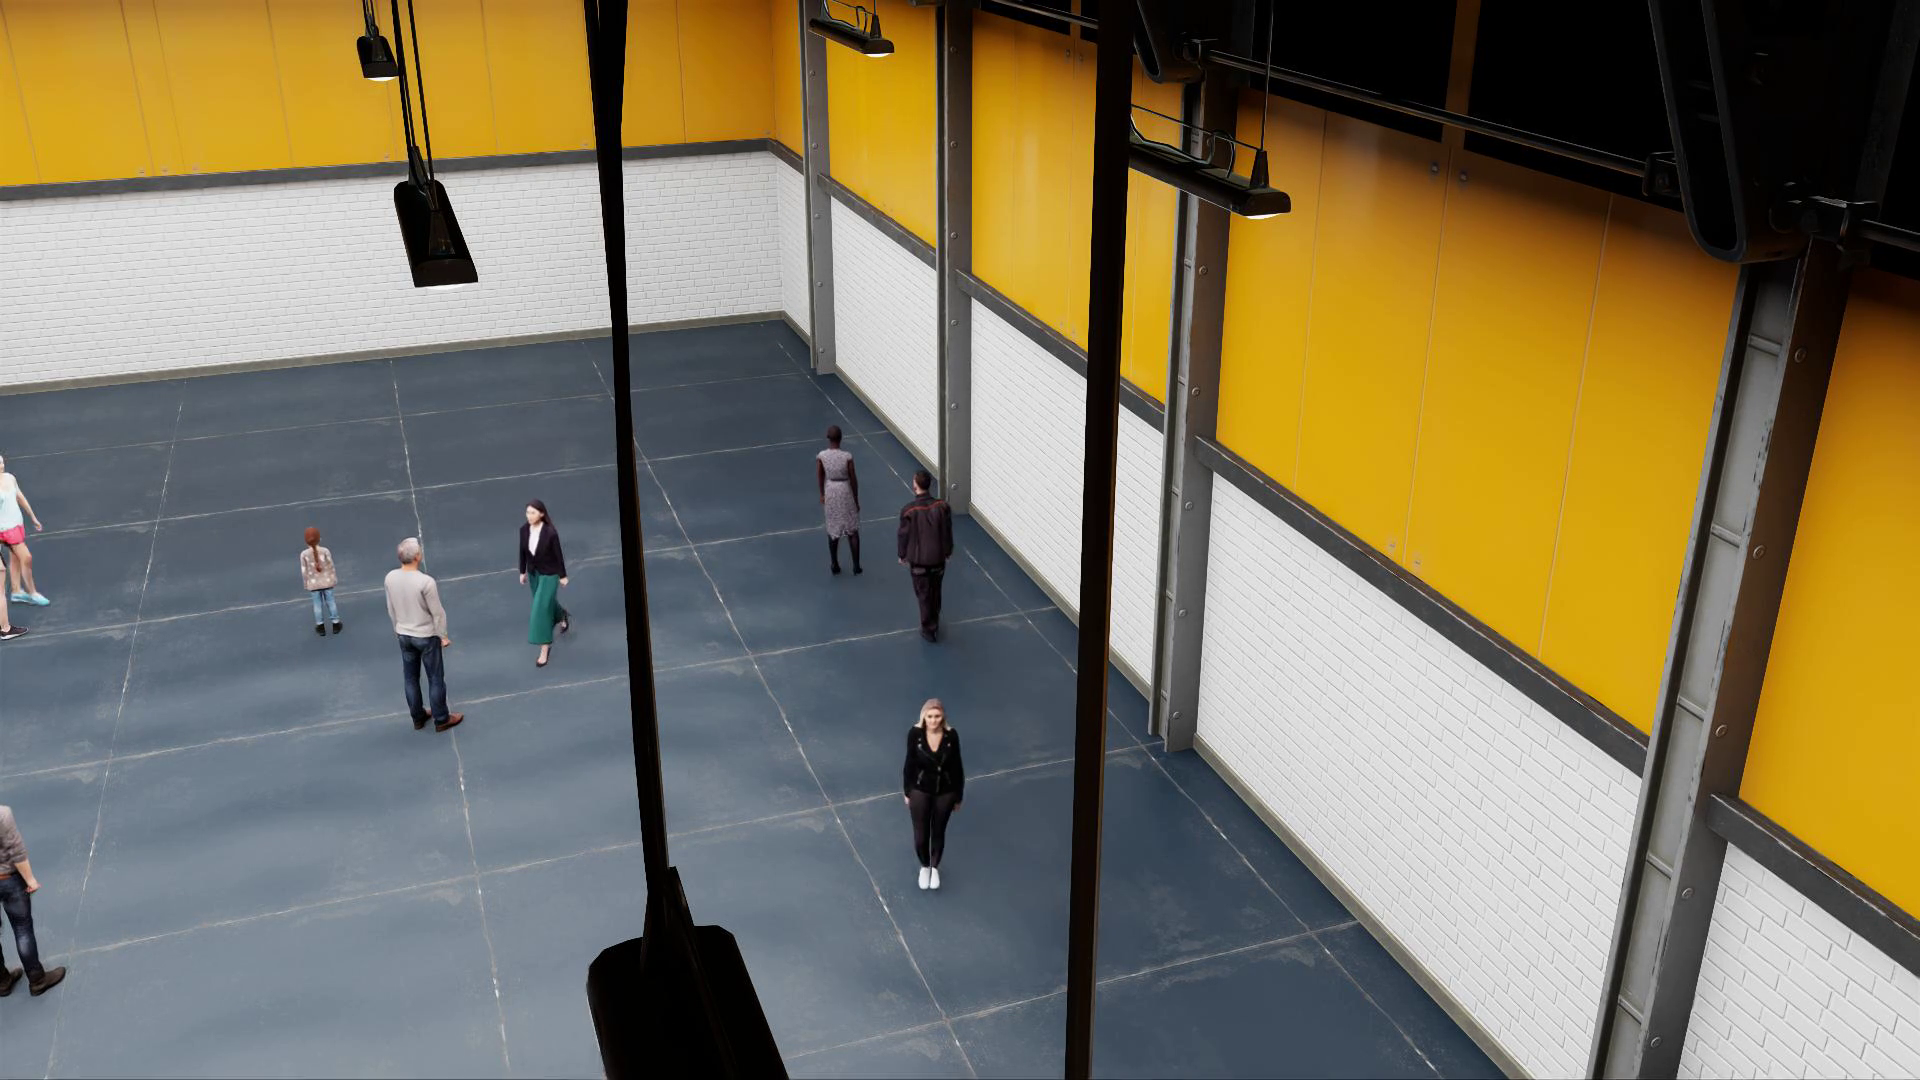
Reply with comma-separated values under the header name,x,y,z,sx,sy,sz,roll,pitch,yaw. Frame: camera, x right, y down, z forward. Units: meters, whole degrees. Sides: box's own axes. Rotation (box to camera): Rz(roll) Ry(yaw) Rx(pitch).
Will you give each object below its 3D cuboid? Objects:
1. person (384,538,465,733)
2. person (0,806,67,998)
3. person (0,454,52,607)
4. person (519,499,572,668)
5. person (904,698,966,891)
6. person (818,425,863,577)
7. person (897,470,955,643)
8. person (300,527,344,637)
name,x,y,z,sx,sy,sz,roll,pitch,yaw
person,-5.013,0.884,15.425,0.826,1.911,0.855,7,25,16
person,-6.915,2.426,11.907,0.769,1.903,0.705,1,24,1
person,-10.312,-0.131,17.942,0.828,1.753,0.816,4,24,8
person,-4.184,0.370,16.864,1.040,1.699,1.191,7,25,16
person,-0.220,1.970,13.227,0.686,1.680,0.647,-2,24,-4
person,-1.378,-0.407,18.539,0.749,1.782,0.773,8,25,17
person,-0.321,0.187,17.113,0.731,1.835,0.866,-7,25,-16
person,-6.680,0.430,17.361,0.482,1.190,0.459,-9,25,-19
